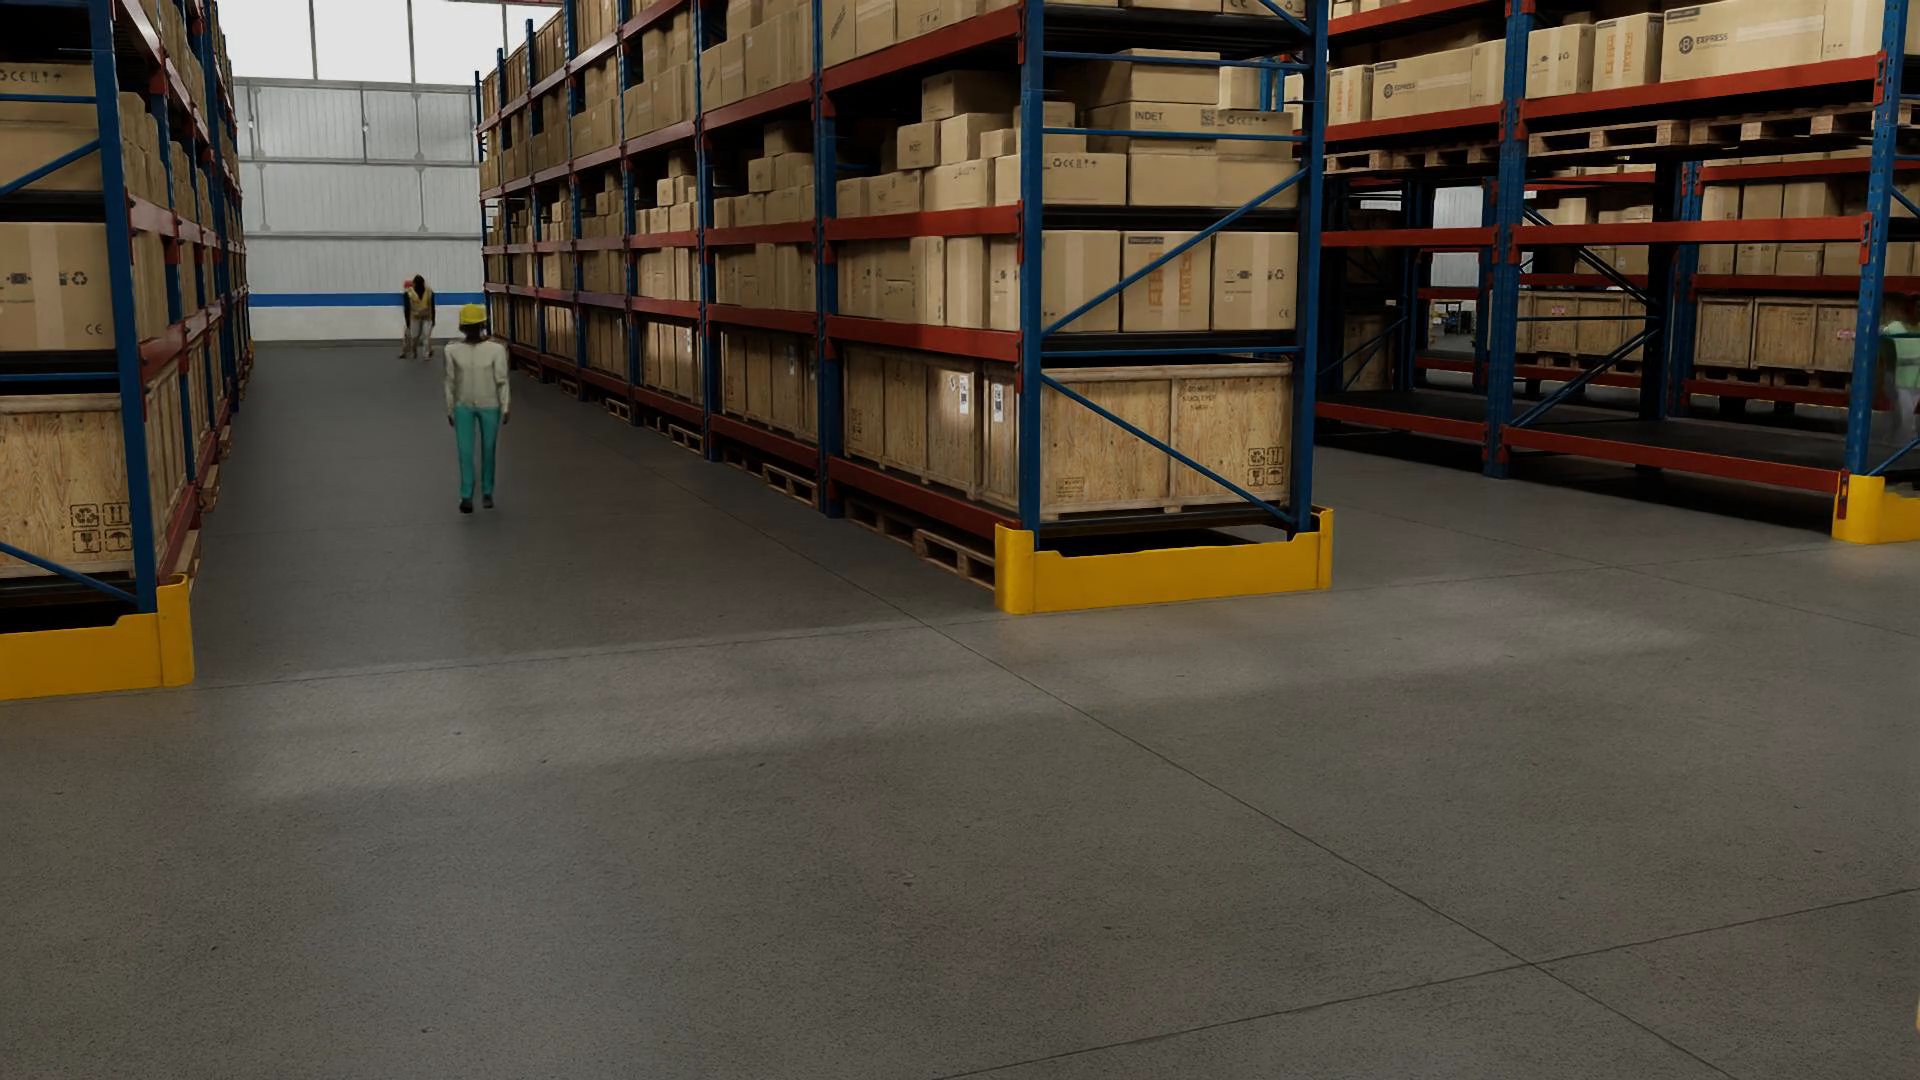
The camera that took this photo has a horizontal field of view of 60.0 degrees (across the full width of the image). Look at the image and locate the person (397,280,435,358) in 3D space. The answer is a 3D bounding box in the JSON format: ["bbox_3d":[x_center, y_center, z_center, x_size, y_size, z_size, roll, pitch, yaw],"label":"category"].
[{"bbox_3d":[-11.796,-4.780,36.022,0.562,1.702,0.742,9,13,44],"label":"person"}]

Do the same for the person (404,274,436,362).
[{"bbox_3d":[-11.333,-4.657,34.928,0.634,1.826,0.515,-5,11,-26],"label":"person"}]

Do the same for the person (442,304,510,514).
[{"bbox_3d":[-3.998,-1.079,13.767,0.538,1.720,0.891,-2,10,-12],"label":"person"}]

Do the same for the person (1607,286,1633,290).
[{"bbox_3d":[13.715,-4.661,34.567,0.384,1.949,0.603,-8,12,-40],"label":"person"}]

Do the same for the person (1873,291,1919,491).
[{"bbox_3d":[8.712,-1.349,15.162,0.591,1.805,0.935,-4,10,-21],"label":"person"}]
